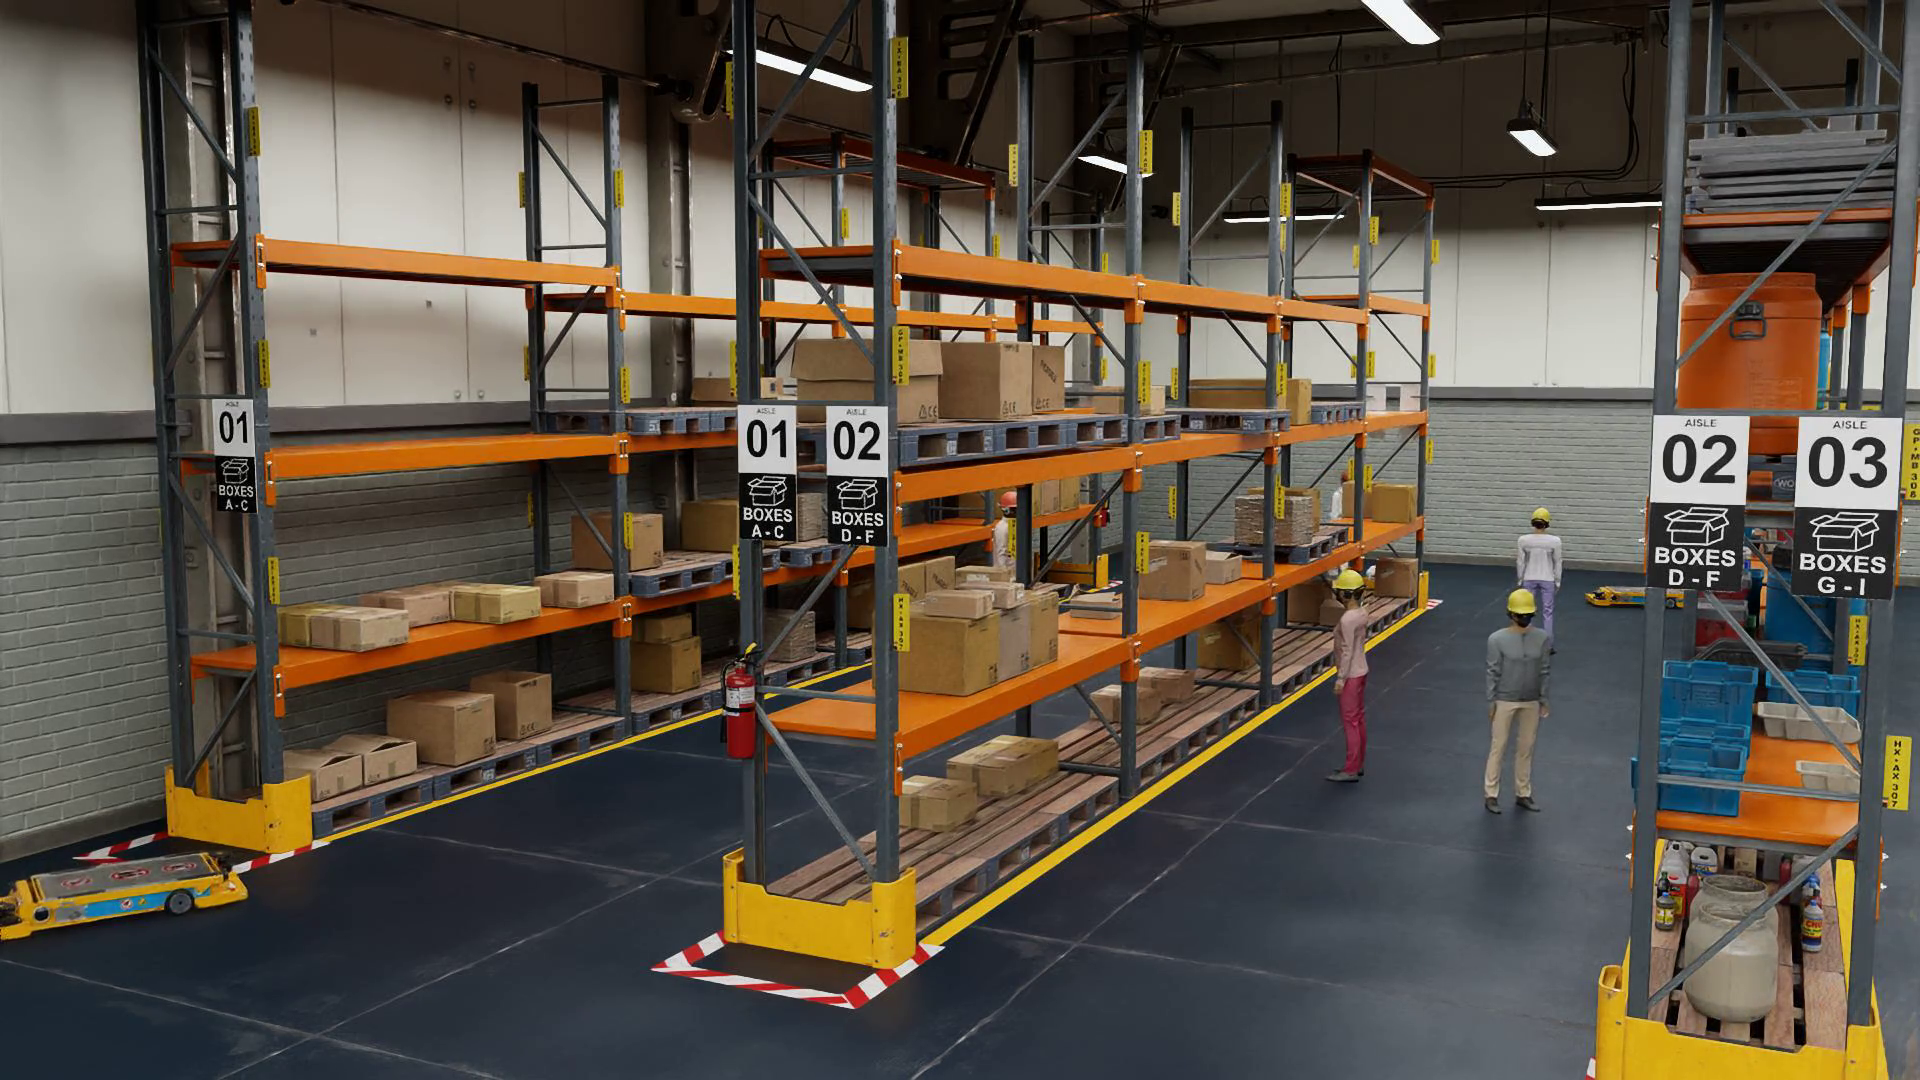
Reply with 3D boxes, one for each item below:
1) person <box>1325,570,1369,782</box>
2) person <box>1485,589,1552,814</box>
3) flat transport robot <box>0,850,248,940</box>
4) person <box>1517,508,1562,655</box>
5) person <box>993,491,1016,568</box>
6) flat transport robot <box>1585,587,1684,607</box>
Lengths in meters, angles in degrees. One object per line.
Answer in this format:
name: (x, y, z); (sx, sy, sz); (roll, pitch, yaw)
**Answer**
person: (3.234, 1.128, 13.845); (0.309, 1.769, 0.523); (3, 7, 27)
person: (4.303, 1.244, 12.816); (0.529, 1.754, 0.392); (-1, 6, -8)
flat transport robot: (-5.315, 2.214, 10.477); (1.431, 0.197, 0.652); (-4, 7, -33)
person: (6.955, 0.498, 19.976); (0.522, 1.768, 0.311); (3, 6, 25)
person: (0.574, 0.421, 19.609); (0.392, 1.995, 0.612); (2, 6, 15)
flat transport robot: (9.858, 0.818, 24.045); (1.431, 0.197, 0.652); (1, 6, 10)
